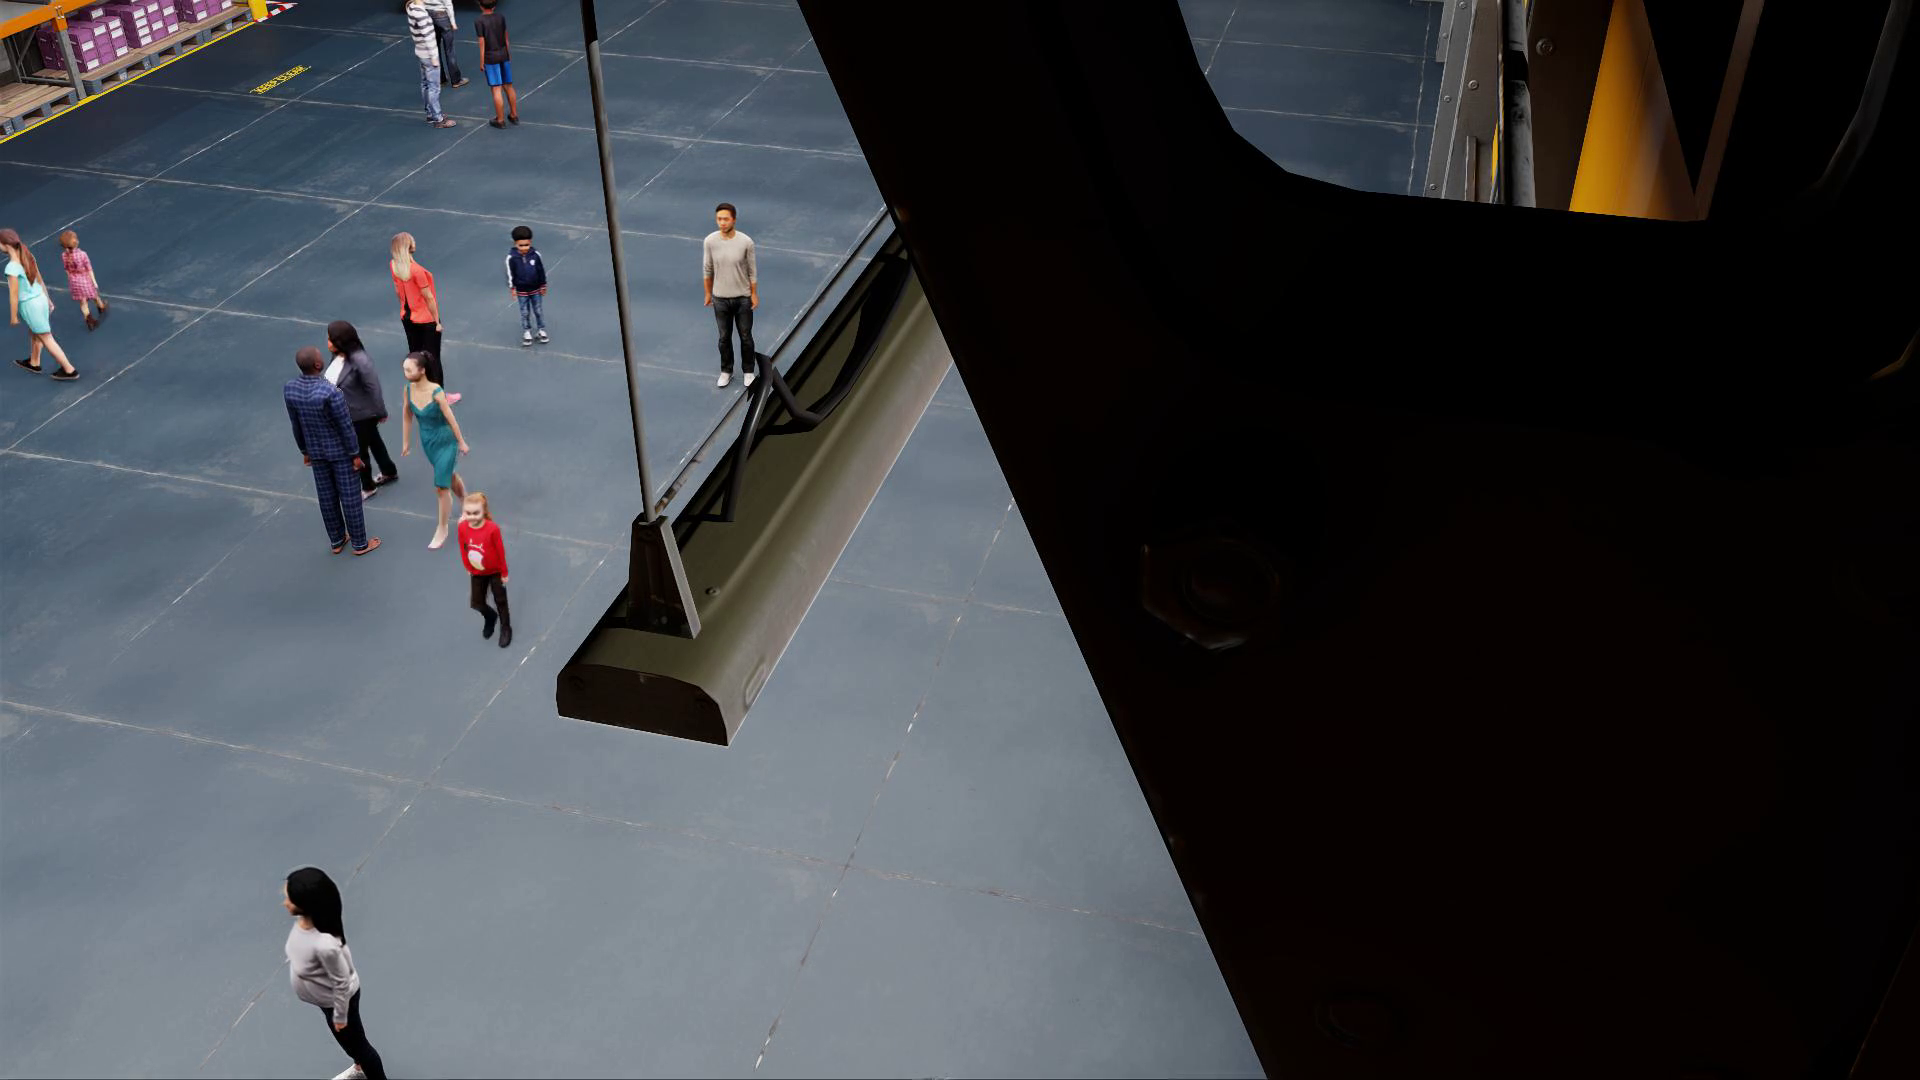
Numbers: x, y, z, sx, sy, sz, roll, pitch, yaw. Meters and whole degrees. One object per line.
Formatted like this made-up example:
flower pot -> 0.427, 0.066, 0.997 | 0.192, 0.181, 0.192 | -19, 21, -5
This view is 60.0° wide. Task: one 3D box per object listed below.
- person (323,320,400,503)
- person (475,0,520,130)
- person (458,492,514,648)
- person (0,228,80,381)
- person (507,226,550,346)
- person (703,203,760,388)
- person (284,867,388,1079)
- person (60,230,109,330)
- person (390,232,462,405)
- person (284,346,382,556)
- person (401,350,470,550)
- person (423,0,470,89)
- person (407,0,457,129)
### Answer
person -> -4.990, -1.141, 14.041 | 0.914, 1.578, 0.852 | -29, 43, -36
person -> -6.000, -6.241, 21.514 | 0.759, 1.799, 0.669 | 28, 43, 36
person -> -3.483, 0.187, 12.319 | 0.549, 1.272, 0.584 | 0, 34, -1
person -> -8.677, -2.195, 15.666 | 0.724, 1.535, 0.873 | 3, 34, 4
person -> -4.277, -2.535, 16.459 | 0.600, 1.223, 0.632 | -8, 34, -12
person -> -2.135, -2.306, 15.582 | 0.713, 1.812, 0.634 | 0, 34, 0
person -> -3.260, 2.347, 8.684 | 0.747, 1.700, 0.709 | -22, 40, -30
person -> -8.874, -2.605, 16.762 | 0.595, 1.005, 0.753 | -4, 34, -6
person -> -4.969, -2.027, 15.269 | 0.649, 1.694, 0.622 | 19, 38, 26
person -> -4.993, -0.708, 13.168 | 0.674, 1.824, 0.592 | 7, 34, 11
person -> -4.155, -0.800, 13.456 | 0.723, 1.657, 0.945 | 15, 37, 22
person -> -7.182, -7.172, 22.896 | 0.646, 1.820, 0.549 | 9, 35, 14
person -> -6.923, -6.305, 21.560 | 0.763, 1.854, 0.715 | -19, 38, -27
